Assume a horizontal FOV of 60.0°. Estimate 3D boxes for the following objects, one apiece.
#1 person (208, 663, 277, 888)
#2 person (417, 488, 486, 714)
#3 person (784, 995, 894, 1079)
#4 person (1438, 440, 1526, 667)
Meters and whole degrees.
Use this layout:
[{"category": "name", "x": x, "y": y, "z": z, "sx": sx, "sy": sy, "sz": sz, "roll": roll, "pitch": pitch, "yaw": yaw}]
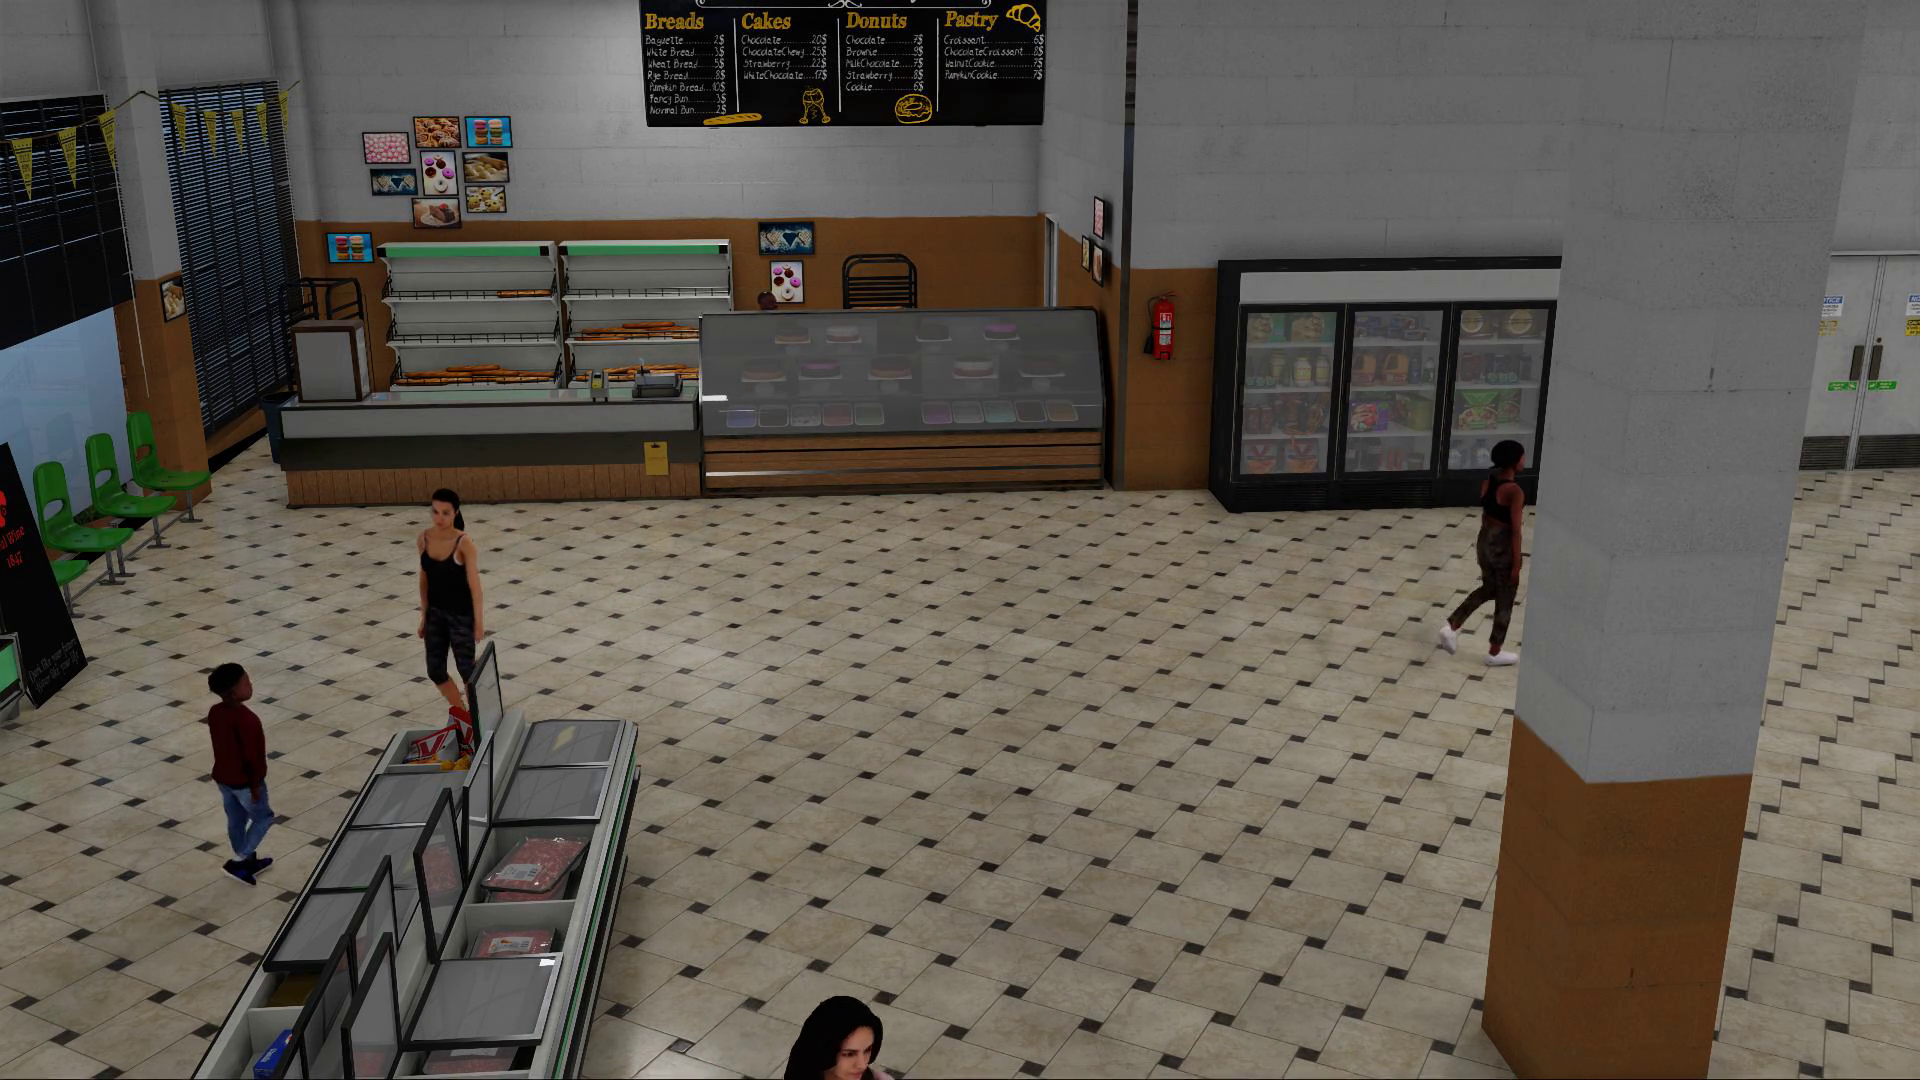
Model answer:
[{"category": "person", "x": -3.856, "y": 1.263, "z": 8.793, "sx": 0.659, "sy": 1.247, "sz": 0.723, "roll": 9, "pitch": 19, "yaw": 27}, {"category": "person", "x": -3.186, "y": 0.467, "z": 10.621, "sx": 0.687, "sy": 1.710, "sz": 0.726, "roll": 6, "pitch": 18, "yaw": 19}, {"category": "person", "x": -0.422, "y": 2.128, "z": 5.071, "sx": 0.777, "sy": 1.756, "sz": 0.926, "roll": -5, "pitch": 18, "yaw": -17}, {"category": "person", "x": 3.750, "y": 0.117, "z": 11.817, "sx": 0.786, "sy": 1.685, "sz": 0.893, "roll": -6, "pitch": 18, "yaw": -18}]
